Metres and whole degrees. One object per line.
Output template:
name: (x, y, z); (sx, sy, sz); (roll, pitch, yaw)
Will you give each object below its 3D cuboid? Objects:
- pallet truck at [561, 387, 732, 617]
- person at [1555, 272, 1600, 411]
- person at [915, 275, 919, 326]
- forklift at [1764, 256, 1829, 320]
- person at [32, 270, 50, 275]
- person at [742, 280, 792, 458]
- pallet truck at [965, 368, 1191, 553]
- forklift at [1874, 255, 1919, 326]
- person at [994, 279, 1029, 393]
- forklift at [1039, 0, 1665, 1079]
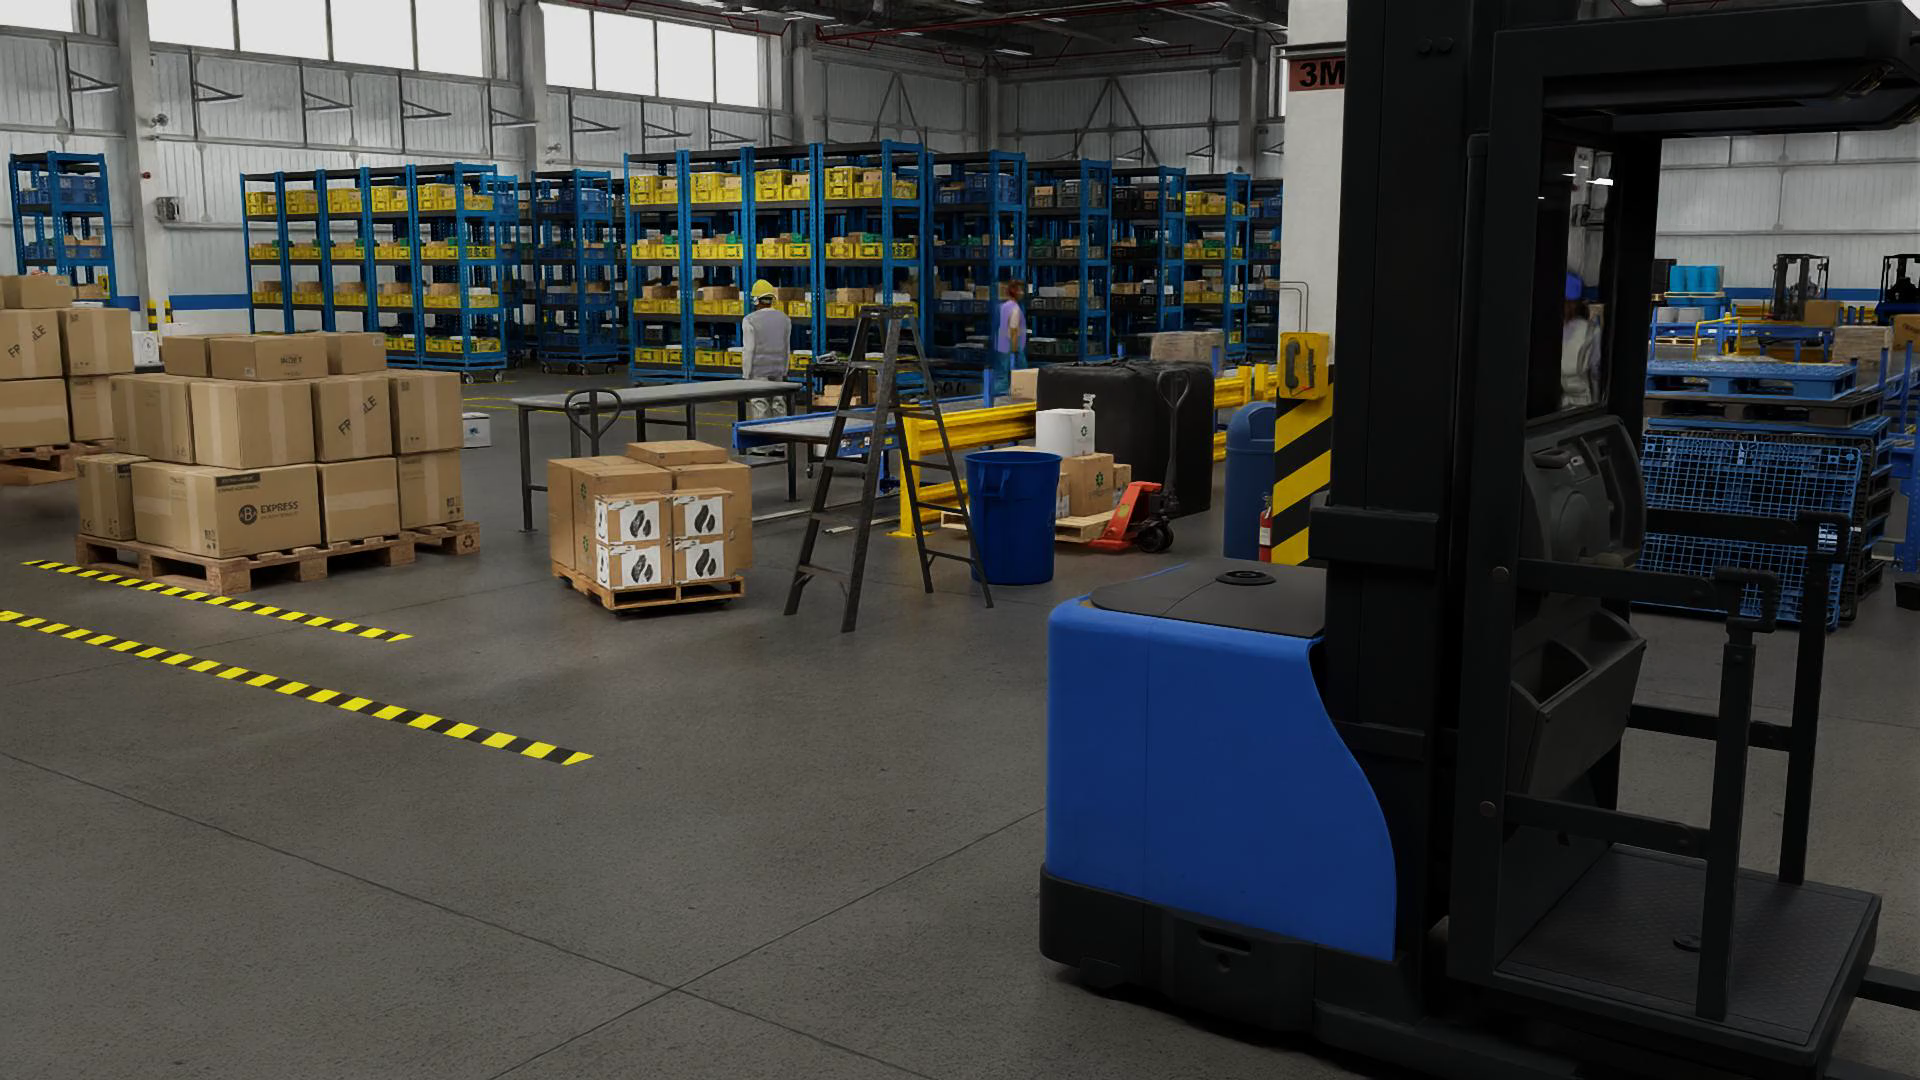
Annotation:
pallet truck: (-1.981, -0.274, 10.088); (0.680, 1.201, 1.601); (-5, 11, -28)
person: (4.968, -1.245, 13.756); (0.615, 1.933, 0.545); (5, 11, 28)
person: (-0.848, -4.365, 32.844); (0.754, 1.777, 0.657); (-2, 10, -11)
forklift: (20.253, -5.854, 40.139); (1.157, 1.987, 2.680); (7, 12, 35)
person: (-11.620, -2.474, 21.175); (0.645, 1.907, 0.400); (4, 10, 21)
person: (-1.979, -1.707, 16.821); (0.403, 1.833, 0.591); (9, 13, 43)
pallet truck: (0.845, -0.609, 11.869); (1.630, 1.274, 0.653); (7, 12, 35)
forklift: (22.089, -5.634, 38.796); (1.157, 1.987, 2.680); (6, 11, 33)
person: (0.644, -2.348, 20.751); (0.866, 1.806, 0.591); (-2, 10, -9)
forklift: (1.249, -0.137, 4.360); (1.873, 2.768, 1.129); (7, 12, 35)
